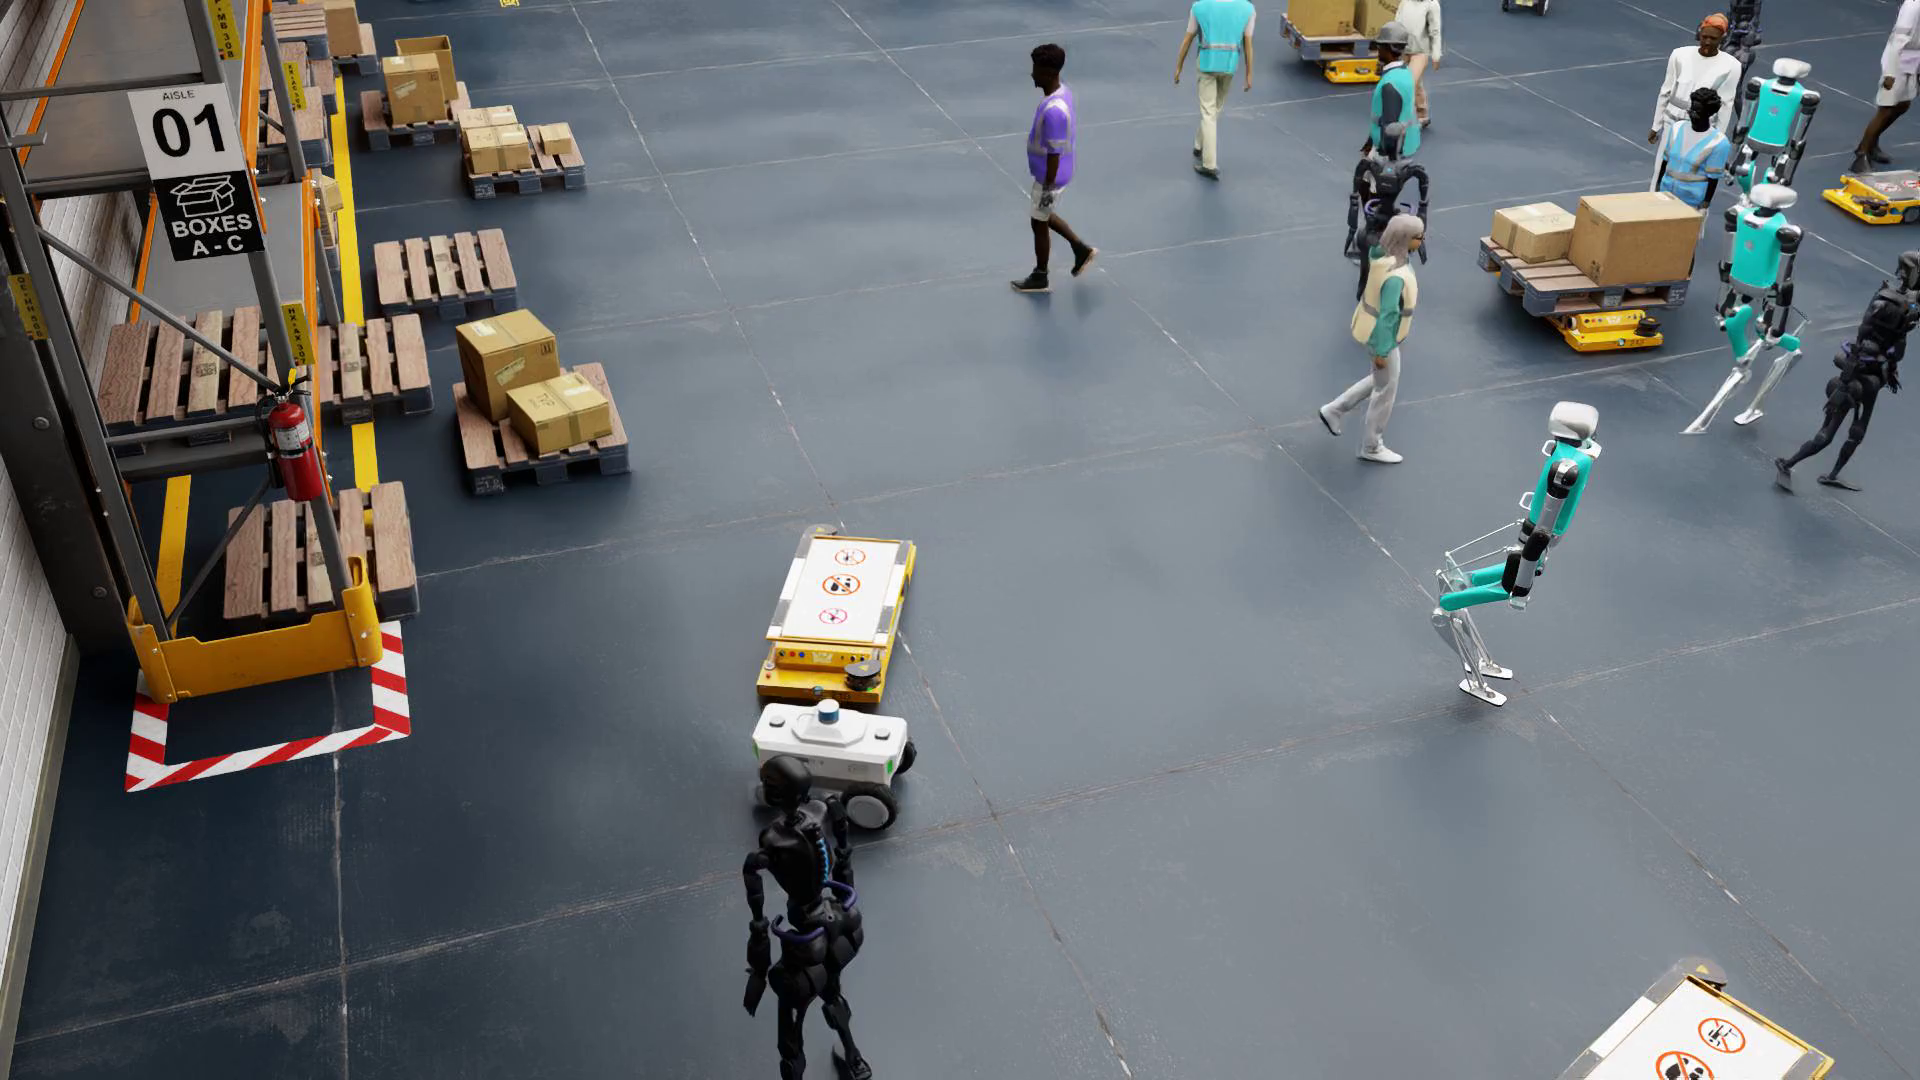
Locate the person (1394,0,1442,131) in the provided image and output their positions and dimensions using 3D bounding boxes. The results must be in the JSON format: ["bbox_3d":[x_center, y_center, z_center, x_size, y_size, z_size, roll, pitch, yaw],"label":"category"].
[{"bbox_3d":[4.271,-4.566,15.614,0.909,1.615,0.494,-20,38,-28],"label":"person"}]

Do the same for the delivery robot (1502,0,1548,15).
[{"bbox_3d":[6.726,-6.528,19.621,0.499,0.608,0.797,15,36,21],"label":"delivery robot"}]

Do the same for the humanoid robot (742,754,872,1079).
[{"bbox_3d":[-0.575,1.506,6.264,0.370,1.633,0.589,21,39,29],"label":"humanoid robot"}]

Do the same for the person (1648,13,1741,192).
[{"bbox_3d":[5.906,-3.322,13.484,0.577,1.879,0.351,25,41,33],"label":"person"}]

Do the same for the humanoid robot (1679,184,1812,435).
[{"bbox_3d":[5.216,-1.471,10.781,0.857,1.788,0.553,-15,36,-22],"label":"humanoid robot"}]

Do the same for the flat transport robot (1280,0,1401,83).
[{"bbox_3d":[4.125,-5.208,17.846,0.659,0.231,1.431,-3,33,-5],"label":"flat transport robot"}]

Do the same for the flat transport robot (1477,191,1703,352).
[{"bbox_3d":[4.698,-1.844,12.687,0.659,0.231,1.431,-5,33,-8],"label":"flat transport robot"}]

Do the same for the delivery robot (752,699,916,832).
[{"bbox_3d":[-0.618,1.023,8.009,0.759,0.575,0.499,6,34,9],"label":"delivery robot"}]

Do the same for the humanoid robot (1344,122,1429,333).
[{"bbox_3d":[3.089,-2.226,11.984,0.601,1.640,0.375,12,35,18],"label":"humanoid robot"}]

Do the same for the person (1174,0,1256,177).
[{"bbox_3d":[2.276,-4.240,14.970,0.661,1.778,0.919,-2,33,-3],"label":"person"}]

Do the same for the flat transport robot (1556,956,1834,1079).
[{"bbox_3d":[2.766,2.200,6.484,1.431,0.231,0.659,-26,41,-33],"label":"flat transport robot"}]

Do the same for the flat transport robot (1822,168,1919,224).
[{"bbox_3d":[8.345,-2.993,14.449,1.431,0.231,0.659,-7,34,-10],"label":"flat transport robot"}]

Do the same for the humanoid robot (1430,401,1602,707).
[{"bbox_3d":[2.695,0.034,8.344,0.735,1.673,0.533,17,37,24],"label":"humanoid robot"}]

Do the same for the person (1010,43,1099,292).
[{"bbox_3d":[0.724,-2.800,12.616,0.587,1.951,0.633,3,33,5],"label":"person"}]

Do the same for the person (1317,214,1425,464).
[{"bbox_3d":[2.630,-1.266,10.486,0.470,1.692,0.483,4,33,6],"label":"person"}]

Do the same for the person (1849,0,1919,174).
[{"bbox_3d":[8.390,-4.224,14.862,0.623,1.890,0.407,-23,39,-31],"label":"person"}]

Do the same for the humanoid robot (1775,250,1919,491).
[{"bbox_3d":[5.481,-1.039,10.174,0.613,1.645,0.492,-19,38,-27],"label":"humanoid robot"}]

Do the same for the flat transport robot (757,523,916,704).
[{"bbox_3d":[-0.663,0.387,9.266,0.659,0.231,1.431,4,33,5],"label":"flat transport robot"}]

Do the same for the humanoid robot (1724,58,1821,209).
[{"bbox_3d":[6.296,-2.906,12.970,0.554,1.791,0.764,25,41,33],"label":"humanoid robot"}]

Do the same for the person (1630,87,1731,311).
[{"bbox_3d":[5.430,-2.568,12.496,0.317,1.691,0.533,-18,37,-25],"label":"person"}]

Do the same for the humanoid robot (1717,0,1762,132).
[{"bbox_3d":[7.369,-4.704,15.811,0.611,1.638,0.616,-1,33,-1],"label":"humanoid robot"}]

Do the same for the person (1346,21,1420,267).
[{"bbox_3d":[3.383,-3.106,13.137,0.474,1.906,0.573,9,34,13],"label":"person"}]
